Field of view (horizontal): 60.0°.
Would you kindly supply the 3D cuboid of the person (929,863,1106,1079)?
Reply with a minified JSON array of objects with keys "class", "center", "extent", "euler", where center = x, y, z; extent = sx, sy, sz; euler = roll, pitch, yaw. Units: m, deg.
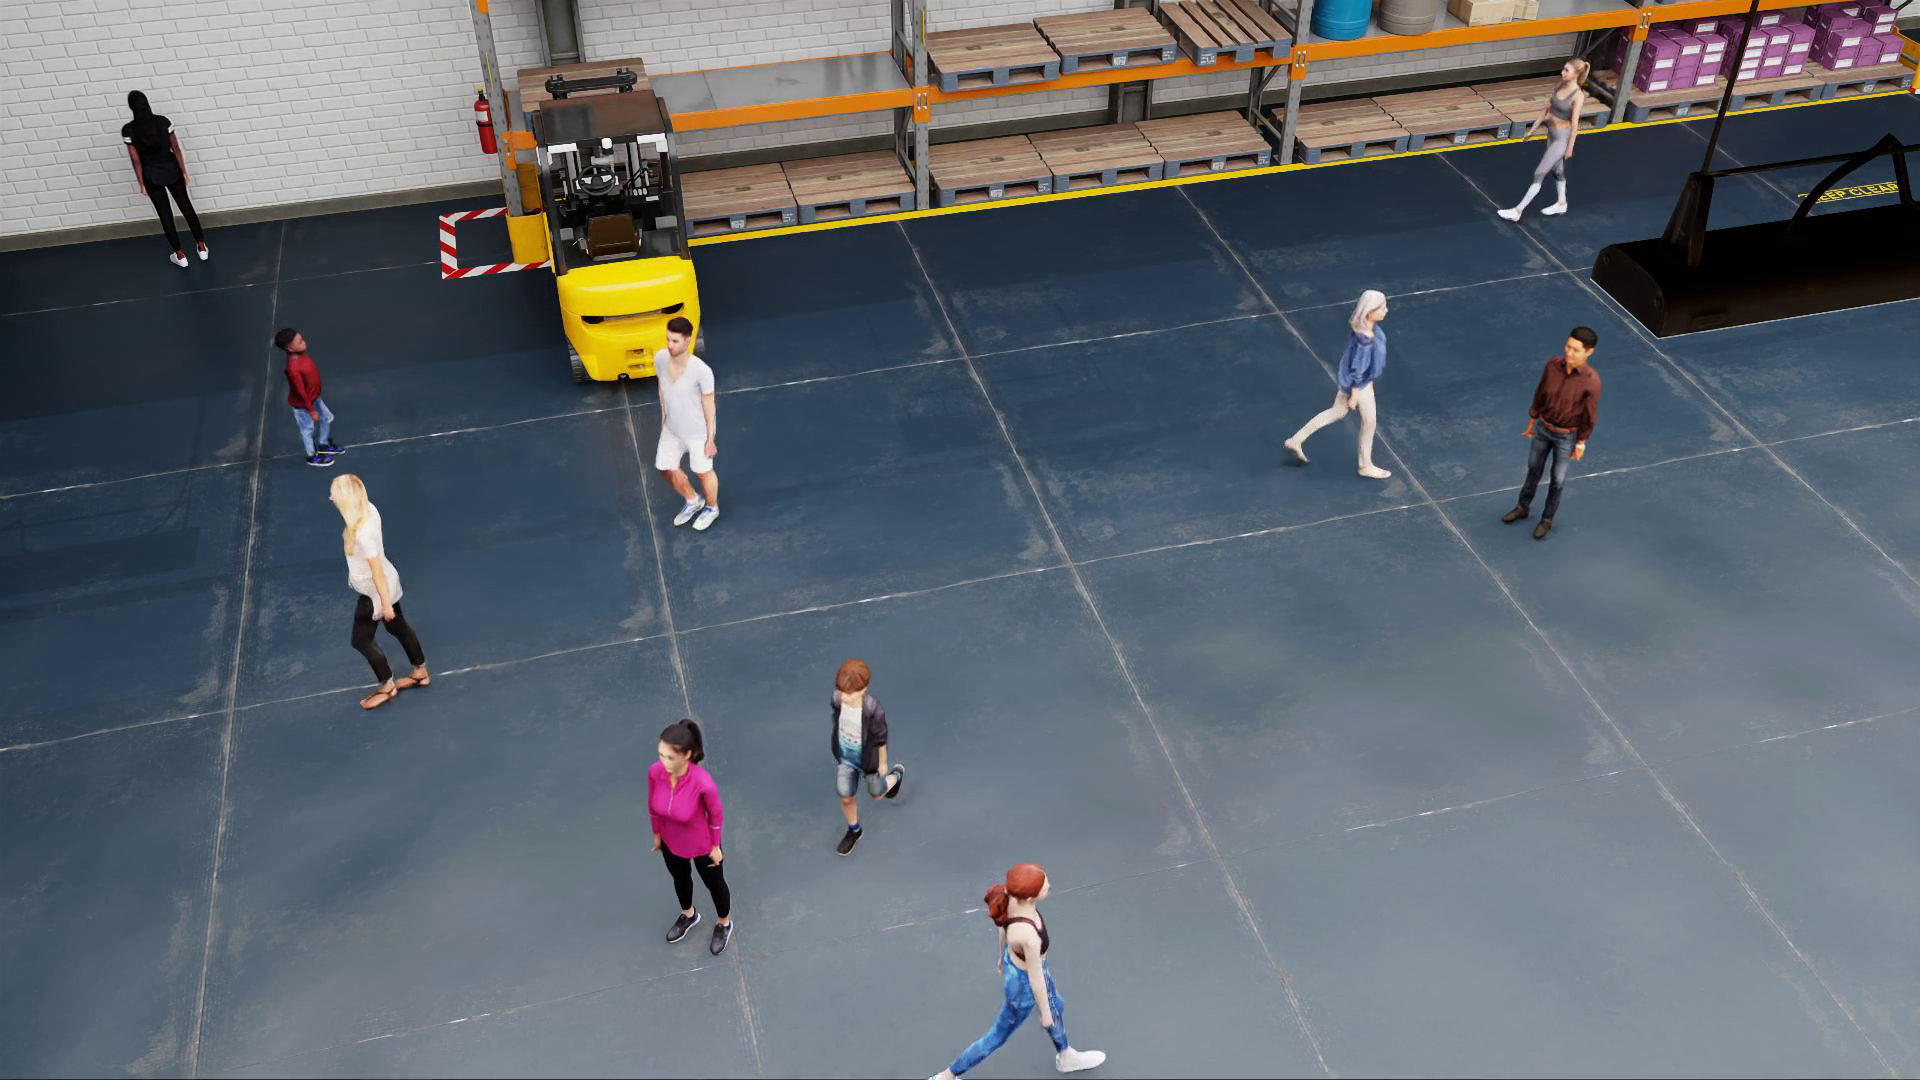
[{"class":"person","center":[0.235,2.301,8.491],"extent":[1.217,1.741,0.589],"euler":[-8,39,-10]}]

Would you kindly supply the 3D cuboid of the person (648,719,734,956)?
[{"class":"person","center":[-1.508,1.667,9.319],"extent":[0.669,1.699,0.752],"euler":[12,40,15]}]

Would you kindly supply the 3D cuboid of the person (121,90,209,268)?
[{"class":"person","center":[-7.498,-3.409,15.644],"extent":[0.628,1.728,0.747],"euler":[-26,45,-28]}]

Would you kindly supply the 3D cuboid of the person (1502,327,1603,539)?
[{"class":"person","center":[4.446,-0.815,12.353],"extent":[0.682,1.781,0.712],"euler":[-29,47,-31]}]

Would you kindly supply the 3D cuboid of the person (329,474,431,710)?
[{"class":"person","center":[-3.734,0.301,10.929],"extent":[0.696,1.815,0.627],"euler":[-12,40,-14]}]

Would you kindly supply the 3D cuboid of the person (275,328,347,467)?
[{"class":"person","center":[-5.245,-1.122,13.166],"extent":[0.549,1.245,0.546],"euler":[-2,39,-3]}]

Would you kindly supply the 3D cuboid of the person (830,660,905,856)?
[{"class":"person","center":[-0.572,1.256,10.043],"extent":[0.875,1.426,0.901],"euler":[17,42,20]}]

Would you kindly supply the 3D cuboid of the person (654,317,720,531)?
[{"class":"person","center":[-1.960,-0.902,12.414],"extent":[0.833,1.840,0.893],"euler":[20,43,23]}]

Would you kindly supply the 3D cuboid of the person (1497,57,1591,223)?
[{"class":"person","center":[5.944,-3.918,16.332],"extent":[1.052,1.664,0.608],"euler":[-7,39,-9]}]

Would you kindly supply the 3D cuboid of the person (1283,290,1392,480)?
[{"class":"person","center":[2.998,-1.216,12.953],"extent":[1.179,1.669,0.893],"euler":[4,39,5]}]
